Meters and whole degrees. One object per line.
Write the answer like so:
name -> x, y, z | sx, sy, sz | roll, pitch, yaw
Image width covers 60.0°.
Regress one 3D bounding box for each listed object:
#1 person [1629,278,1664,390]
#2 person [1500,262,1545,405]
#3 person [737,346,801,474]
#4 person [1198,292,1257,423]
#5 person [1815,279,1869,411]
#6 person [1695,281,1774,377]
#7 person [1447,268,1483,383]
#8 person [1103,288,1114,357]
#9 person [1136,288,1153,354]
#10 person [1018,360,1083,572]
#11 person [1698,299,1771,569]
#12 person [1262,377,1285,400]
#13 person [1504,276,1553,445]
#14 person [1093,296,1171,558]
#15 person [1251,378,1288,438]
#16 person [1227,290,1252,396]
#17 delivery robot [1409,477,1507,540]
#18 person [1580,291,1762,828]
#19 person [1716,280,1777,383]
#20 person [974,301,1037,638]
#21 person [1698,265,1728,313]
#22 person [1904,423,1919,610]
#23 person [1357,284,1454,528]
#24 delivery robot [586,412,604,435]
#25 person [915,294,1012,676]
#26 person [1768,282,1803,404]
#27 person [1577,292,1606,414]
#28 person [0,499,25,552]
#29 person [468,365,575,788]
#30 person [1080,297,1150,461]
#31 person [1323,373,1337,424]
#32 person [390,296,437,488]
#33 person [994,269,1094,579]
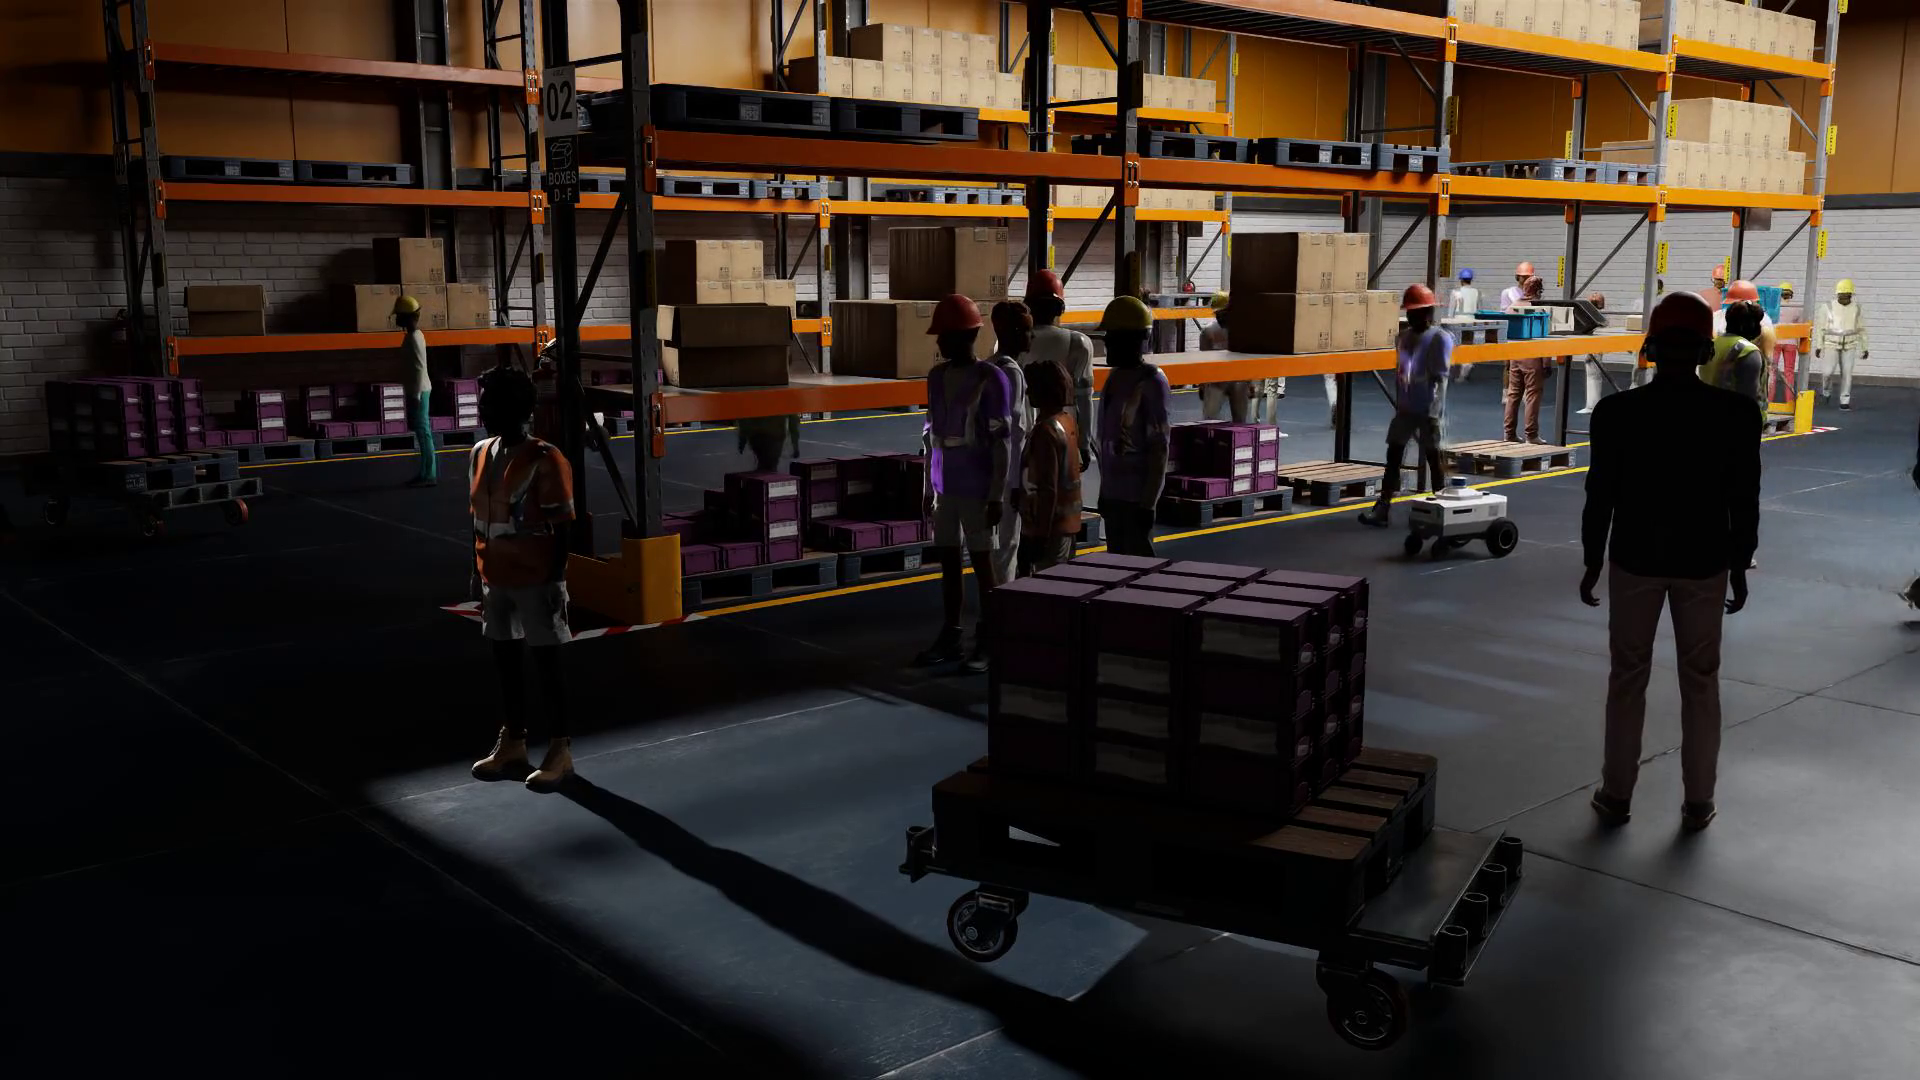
person -> 10.077, -2.929, 24.362 | 0.543, 1.827, 0.849 | 4, 10, 21
person -> 8.026, -2.944, 23.778 | 0.614, 2.039, 0.395 | 1, 10, 6
person -> -1.445, -0.780, 12.558 | 0.512, 1.545, 1.008 | 5, 11, 29
person -> 2.638, -1.539, 16.359 | 0.615, 1.780, 0.720 | 2, 10, 9
person -> 12.119, -2.664, 22.835 | 0.677, 1.809, 0.435 | 3, 10, 15
person -> 7.443, -1.572, 16.205 | 0.763, 1.885, 0.651 | -6, 11, -32
person -> 8.429, -3.552, 27.662 | 0.625, 1.928, 0.594 | -3, 10, -16
person -> 2.026, -2.381, 21.372 | 0.488, 1.725, 0.514 | -7, 12, -37
person -> 2.424, -2.547, 22.457 | 0.317, 1.695, 0.540 | -6, 12, -33
person -> 0.432, -0.037, 7.934 | 0.310, 1.638, 0.523 | 3, 10, 15
person -> 5.285, -0.722, 11.391 | 0.430, 1.834, 0.626 | -1, 10, -4
person -> 4.621, -2.979, 24.634 | 0.405, 1.823, 0.591 | -6, 12, -33
person -> 6.446, -2.024, 18.825 | 0.402, 1.899, 0.635 | -6, 11, -29
person -> 0.842, -0.258, 8.380 | 0.367, 1.928, 0.584 | -4, 10, -20
person -> 3.617, -2.120, 19.461 | 0.328, 1.870, 0.512 | -7, 12, -37
person -> 4.308, -3.154, 25.305 | 0.635, 1.937, 0.353 | 6, 11, 32
delivery robot -> 3.534, -0.206, 11.813 | 0.707, 0.478, 0.477 | -5, 11, -28
person -> 2.635, 0.079, 6.204 | 0.609, 1.996, 0.383 | 3, 10, 17
person -> 6.259, -1.117, 13.409 | 0.383, 1.930, 0.560 | -4, 11, -24
person -> 0.247, -0.354, 9.067 | 0.337, 1.882, 0.585 | -2, 10, -12
person -> 10.992, -2.988, 24.183 | 0.623, 1.987, 0.394 | 0, 10, 1
person -> 5.763, -0.458, 9.494 | 0.428, 1.943, 0.647 | -2, 10, -11
person -> 3.496, -1.016, 12.890 | 0.914, 1.895, 0.565 | -7, 12, -36
delivery robot -> -4.250, -1.277, 18.084 | 0.707, 0.478, 0.477 | -8, 13, -39
person -> -0.003, -0.275, 8.460 | 0.552, 1.932, 0.377 | 9, 13, 43
person -> 11.474, -2.709, 23.234 | 0.543, 1.764, 0.370 | 3, 10, 17
person -> 8.548, -2.514, 22.433 | 0.308, 1.638, 0.522 | 6, 11, 31
person -> -7.128, -0.885, 11.719 | 0.996, 2.000, 0.709 | 3, 10, 15
person -> -1.770, 0.147, 6.674 | 0.540, 1.698, 0.317 | 6, 11, 32
person -> 1.780, -1.739, 17.291 | 1.007, 1.854, 0.656 | -2, 10, -11
person -> 4.768, -2.377, 20.832 | 0.636, 1.914, 0.798 | 1, 10, 7
person -> -5.030, -1.357, 15.294 | 0.330, 1.765, 0.533 | -3, 10, -19
person -> 0.503, -0.610, 10.103 | 0.607, 2.044, 0.377 | -1, 10, -4
